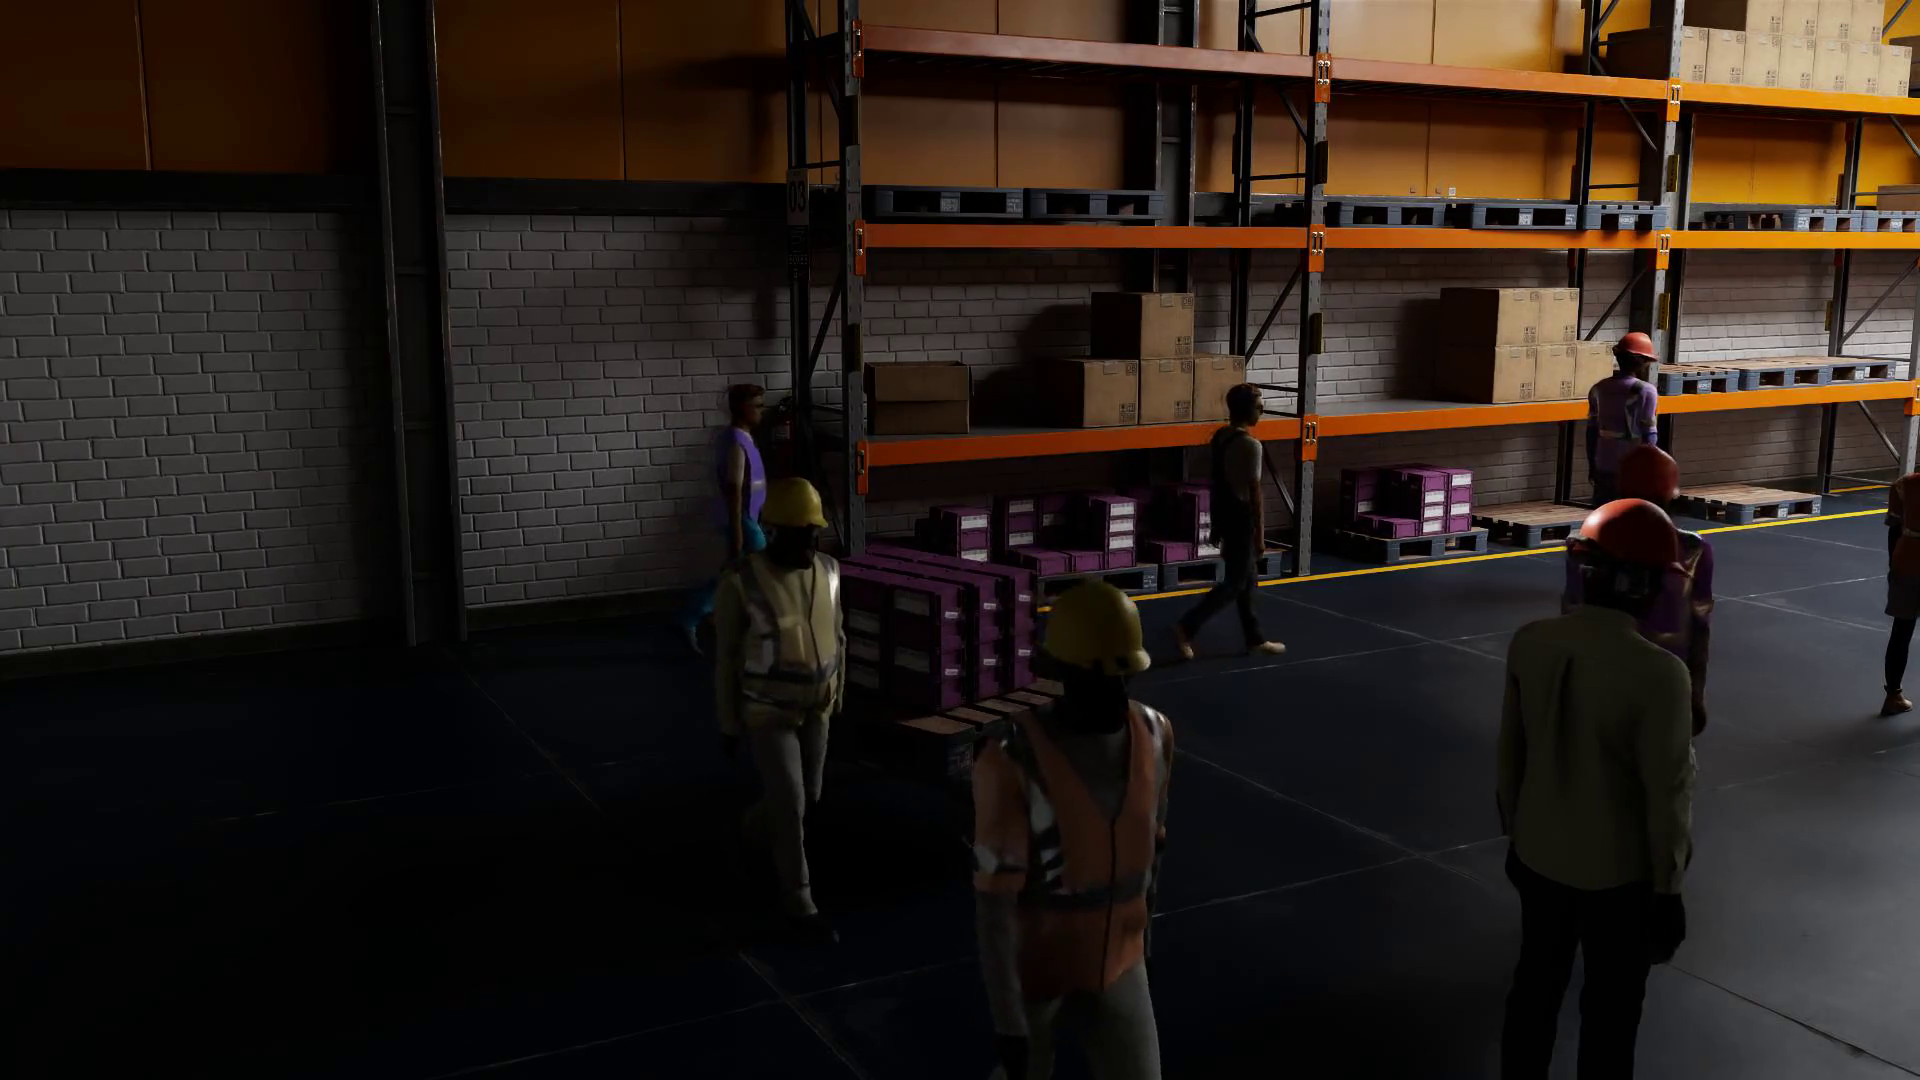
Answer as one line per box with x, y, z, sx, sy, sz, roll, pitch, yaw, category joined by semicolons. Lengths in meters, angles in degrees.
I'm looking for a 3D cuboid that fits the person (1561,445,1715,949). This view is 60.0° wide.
2.588;0.598;6.351;0.582;1.911;0.713;2;10;11;person

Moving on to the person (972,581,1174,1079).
0.316;1.030;3.991;0.611;1.873;0.983;-6;11;-29;person

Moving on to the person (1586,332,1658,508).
5.069;-0.563;12.708;0.404;2.033;0.608;-5;11;-25;person

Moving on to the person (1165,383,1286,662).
1.727;-0.099;10.685;0.844;1.817;0.516;-3;10;-19;person

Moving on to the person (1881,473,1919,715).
5.457;0.187;9.353;0.322;1.697;0.534;-5;11;-25;person

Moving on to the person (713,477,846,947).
-0.725;0.627;6.548;0.594;1.801;0.783;-9;14;-43;person

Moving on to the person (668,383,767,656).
-1.461;-0.113;10.769;0.840;1.815;0.584;-2;10;-11;person

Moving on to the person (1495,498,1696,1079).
1.753;0.872;4.586;0.401;1.984;0.612;-5;11;-25;person
